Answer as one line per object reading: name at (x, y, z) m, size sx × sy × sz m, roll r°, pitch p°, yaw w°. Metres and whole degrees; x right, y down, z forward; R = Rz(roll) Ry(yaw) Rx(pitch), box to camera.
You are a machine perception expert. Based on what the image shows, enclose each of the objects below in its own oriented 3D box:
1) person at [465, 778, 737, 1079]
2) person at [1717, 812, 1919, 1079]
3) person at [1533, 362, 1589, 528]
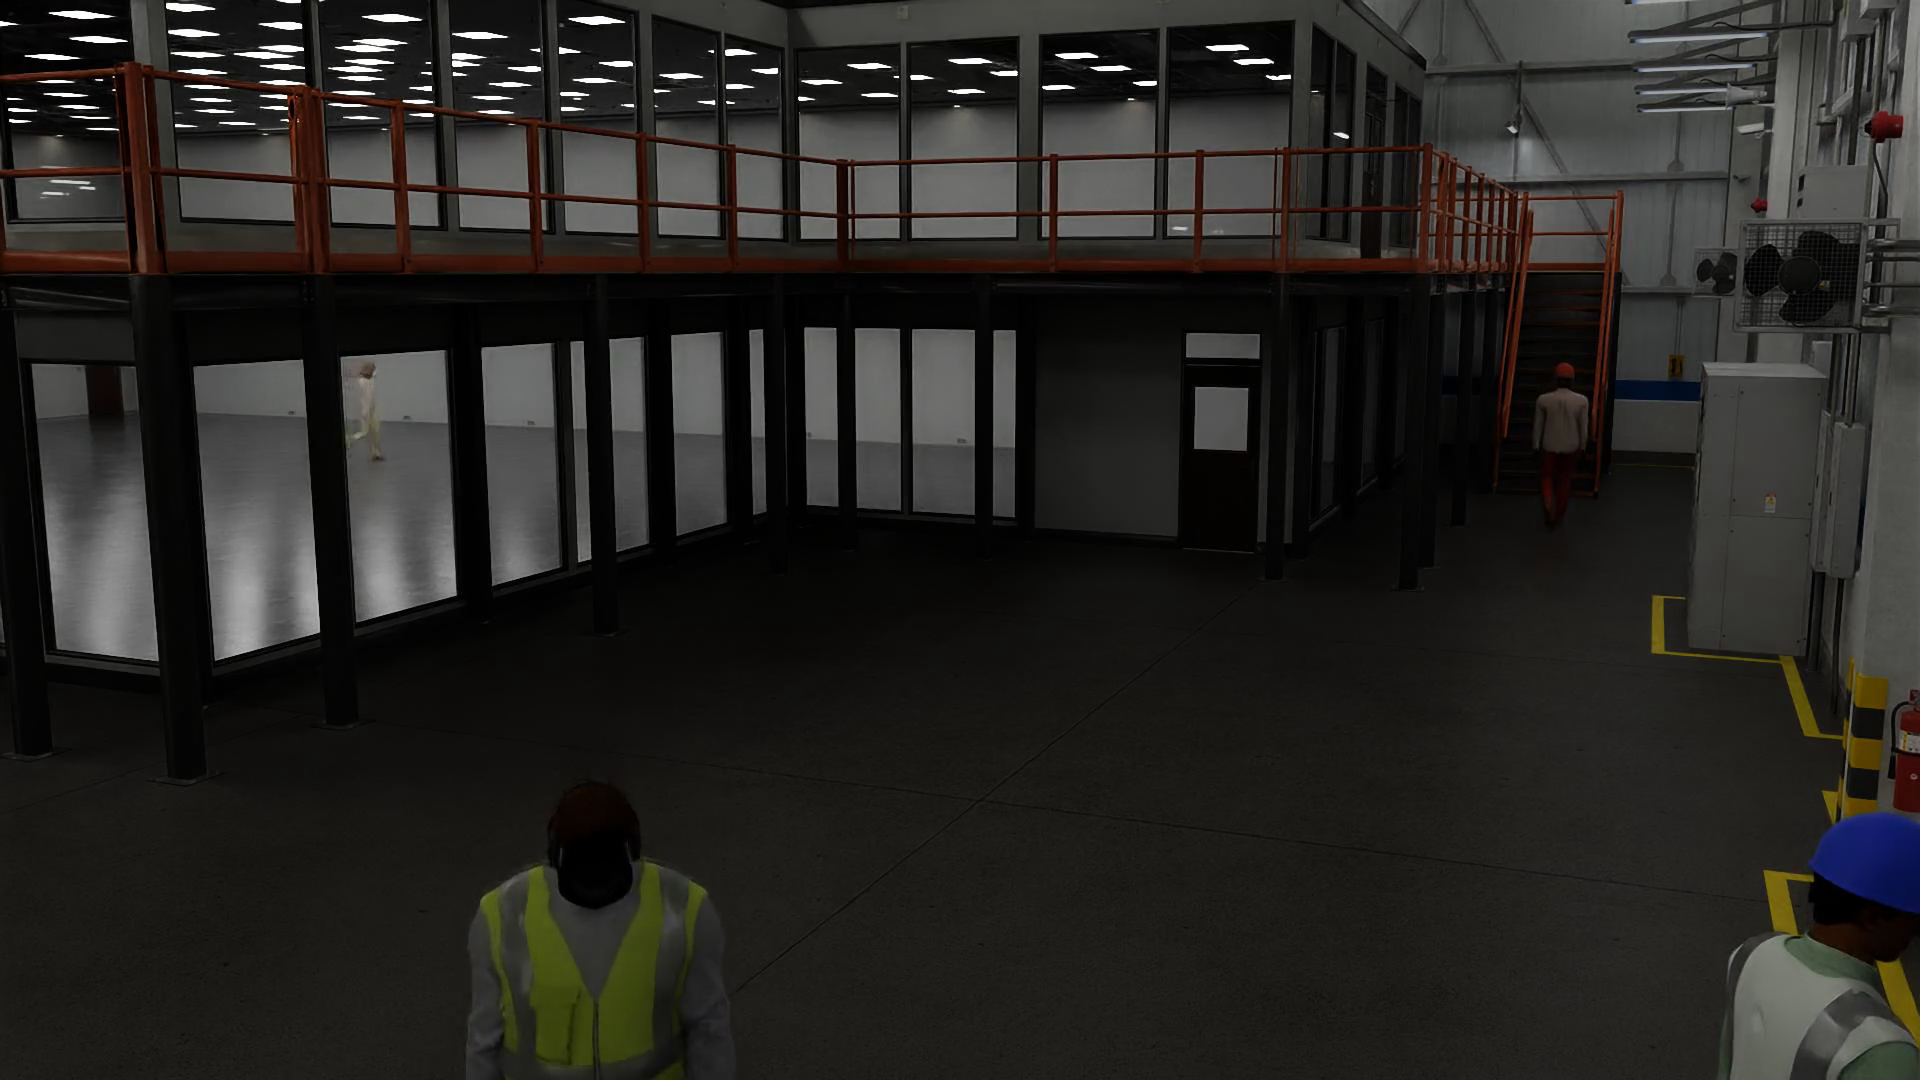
person at (-0.873, 1.497, 4.087) m, size 0.663 × 1.818 × 0.737 m, roll -2°, pitch 9°, yaw -13°
person at (1.856, 1.522, 3.587) m, size 0.413 × 1.934 × 0.616 m, roll 0°, pitch 9°, yaw -1°
person at (7.111, -1.110, 19.685) m, size 0.621 × 1.977 × 0.534 m, roll 3°, pitch 10°, yaw 18°
